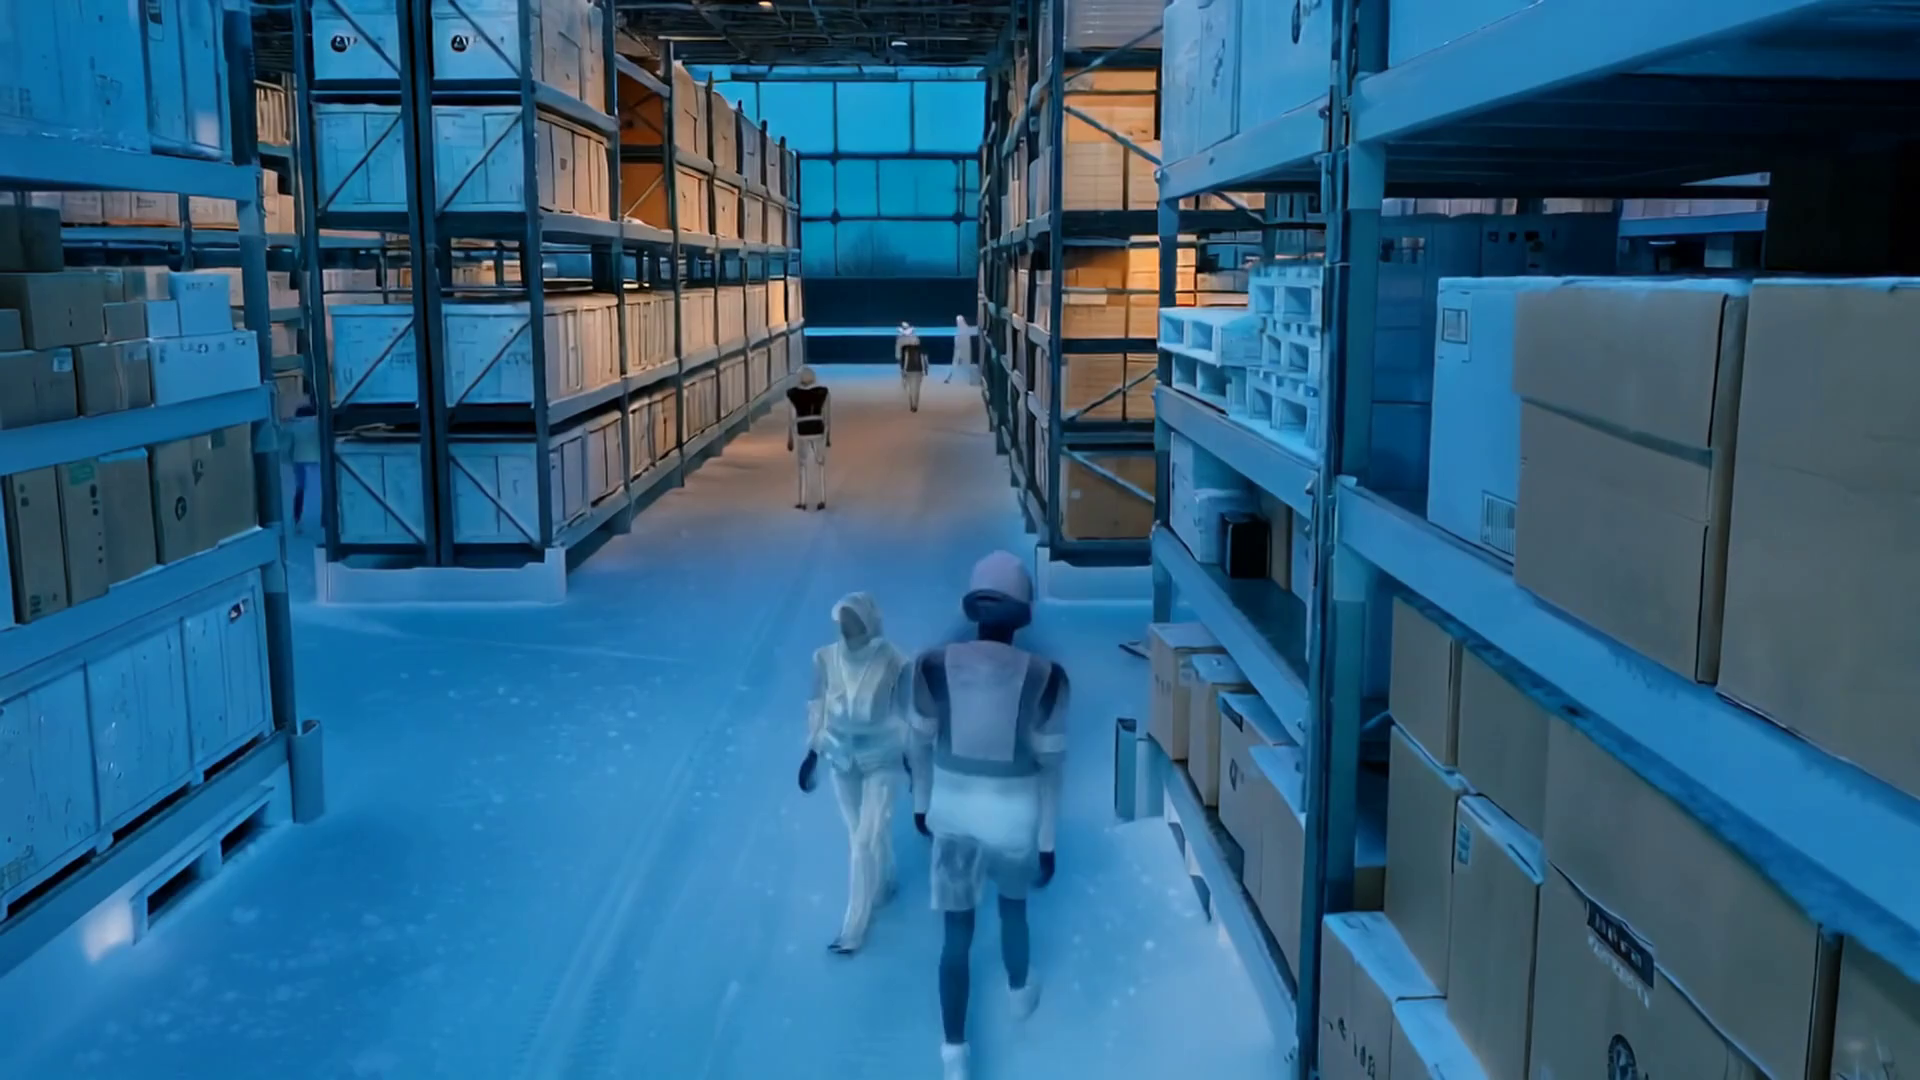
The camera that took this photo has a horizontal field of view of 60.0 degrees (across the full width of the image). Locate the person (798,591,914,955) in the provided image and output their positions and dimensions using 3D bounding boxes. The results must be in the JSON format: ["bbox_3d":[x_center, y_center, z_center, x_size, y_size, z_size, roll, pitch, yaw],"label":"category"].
[{"bbox_3d":[-0.456,1.014,7.586,0.535,1.587,0.894,4,10,22],"label":"person"}]

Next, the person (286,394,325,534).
[{"bbox_3d":[-7.528,-0.879,19.175,0.508,1.601,0.784,-1,9,-5],"label":"person"}]

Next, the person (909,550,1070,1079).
[{"bbox_3d":[0.103,1.030,6.287,0.631,1.994,1.052,2,9,9],"label":"person"}]

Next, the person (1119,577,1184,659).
[{"bbox_3d":[1.716,0.040,12.704,0.968,1.859,0.665,-4,10,-22],"label":"person"}]

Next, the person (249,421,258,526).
[{"bbox_3d":[-8.442,-1.061,19.352,0.601,1.902,0.455,3,10,18],"label":"person"}]

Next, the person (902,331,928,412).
[{"bbox_3d":[-0.954,-3.587,35.389,0.540,1.713,0.934,1,9,5],"label":"person"}]

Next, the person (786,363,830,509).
[{"bbox_3d":[-1.917,-1.309,21.031,0.566,1.850,0.389,-4,10,-21],"label":"person"}]

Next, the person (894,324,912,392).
[{"bbox_3d":[-1.365,-4.533,41.302,0.506,1.689,0.931,2,9,10],"label":"person"}]

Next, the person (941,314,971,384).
[{"bbox_3d":[0.042,-4.992,43.680,0.953,1.863,0.663,-5,11,-30],"label":"person"}]
